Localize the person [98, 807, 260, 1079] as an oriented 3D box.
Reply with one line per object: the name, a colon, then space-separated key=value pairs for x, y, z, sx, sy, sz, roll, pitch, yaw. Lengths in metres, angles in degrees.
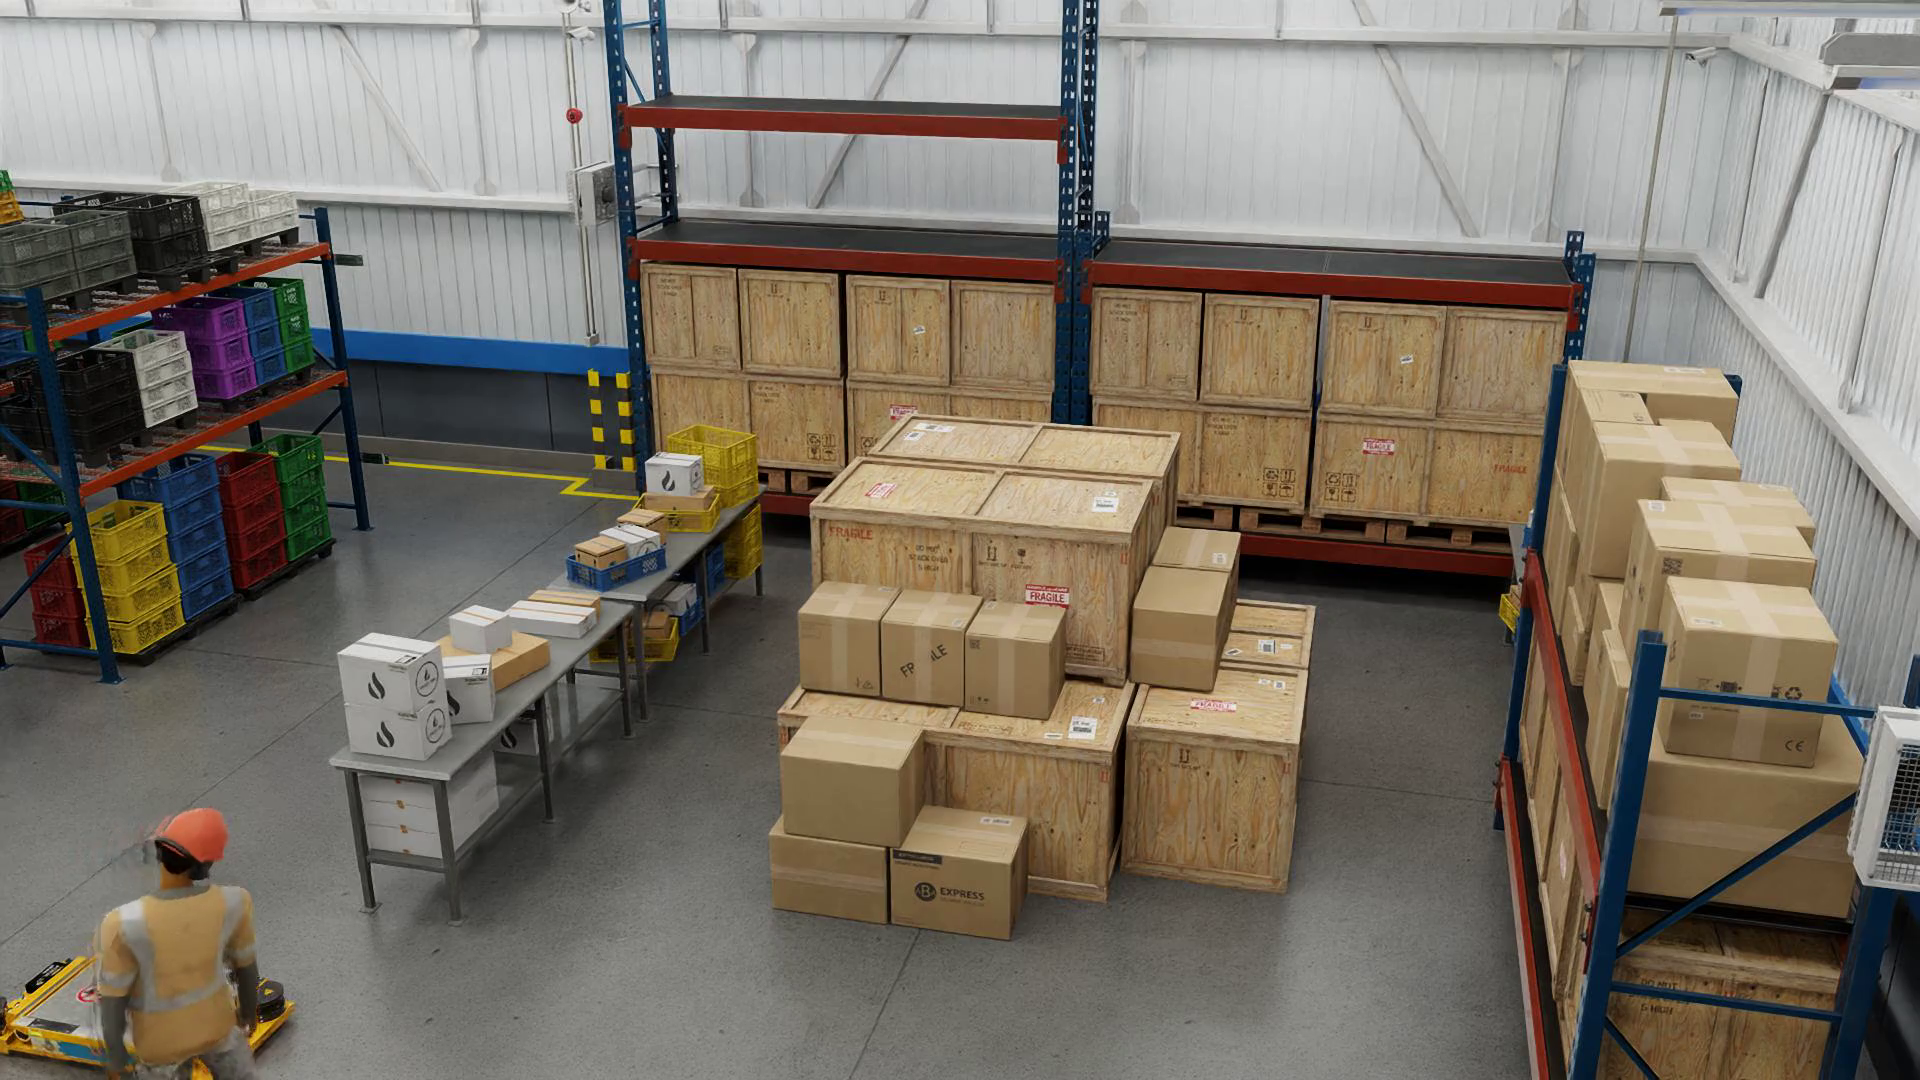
person: x=-3.321 y=2.119 z=7.117 sx=0.721 sy=1.987 sz=0.379 roll=-19 pitch=28 yaw=-41

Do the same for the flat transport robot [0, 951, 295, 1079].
flat transport robot: x=-4.270 y=2.464 z=8.601 sx=1.431 sy=0.231 sz=0.659 roll=5 pitch=22 yaw=13
